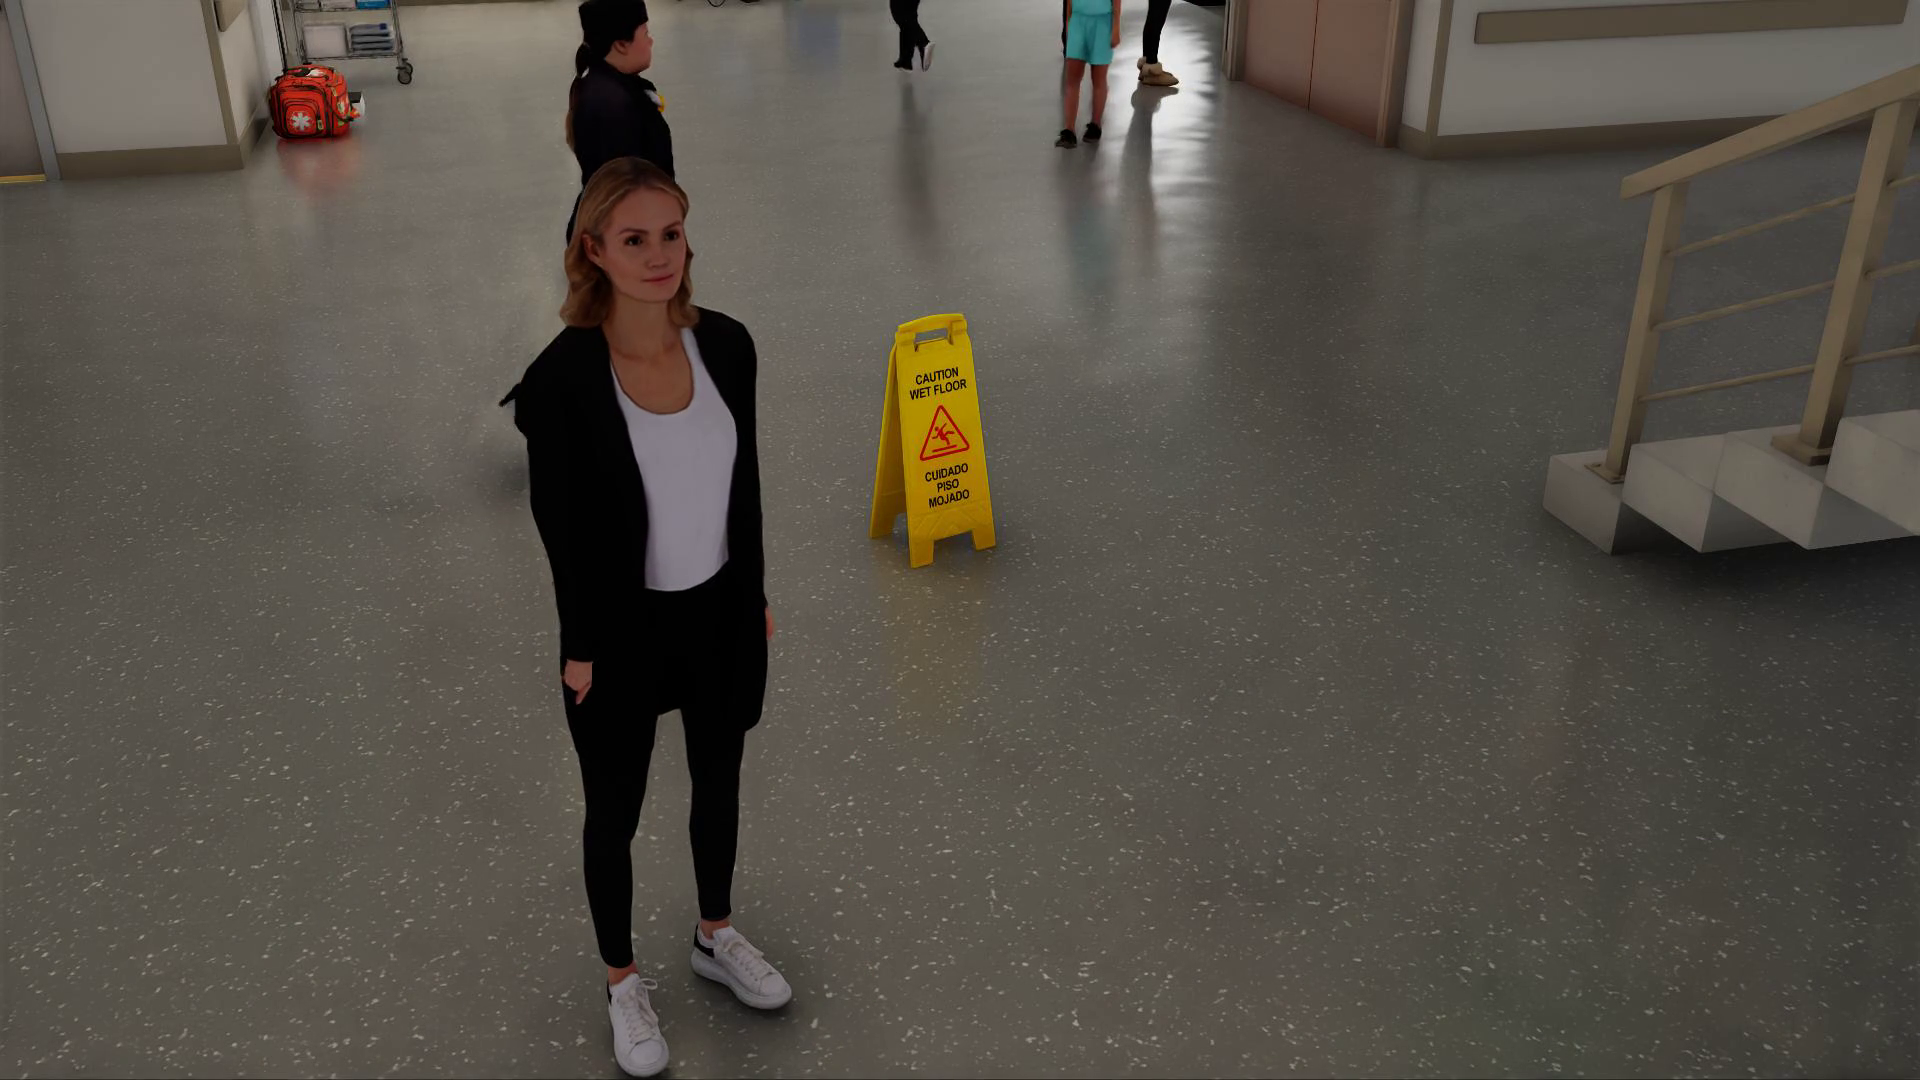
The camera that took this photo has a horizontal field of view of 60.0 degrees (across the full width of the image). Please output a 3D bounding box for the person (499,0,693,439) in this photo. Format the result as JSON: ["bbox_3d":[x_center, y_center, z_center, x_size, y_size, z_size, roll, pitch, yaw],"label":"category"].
[{"bbox_3d":[-1.259,-1.026,5.817,0.791,1.650,0.955,-9,27,-18],"label":"person"}]

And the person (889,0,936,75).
[{"bbox_3d":[-0.359,-4.428,12.784,0.734,1.727,1.041,-13,29,-25],"label":"person"}]

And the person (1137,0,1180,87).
[{"bbox_3d":[1.535,-4.339,12.678,0.709,1.658,0.566,0,26,0],"label":"person"}]

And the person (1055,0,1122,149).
[{"bbox_3d":[0.876,-3.315,10.694,0.853,1.535,0.958,10,27,20],"label":"person"}]

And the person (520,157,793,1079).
[{"bbox_3d":[-0.566,0.174,3.154,0.667,1.801,0.643,-18,31,-33],"label":"person"}]
